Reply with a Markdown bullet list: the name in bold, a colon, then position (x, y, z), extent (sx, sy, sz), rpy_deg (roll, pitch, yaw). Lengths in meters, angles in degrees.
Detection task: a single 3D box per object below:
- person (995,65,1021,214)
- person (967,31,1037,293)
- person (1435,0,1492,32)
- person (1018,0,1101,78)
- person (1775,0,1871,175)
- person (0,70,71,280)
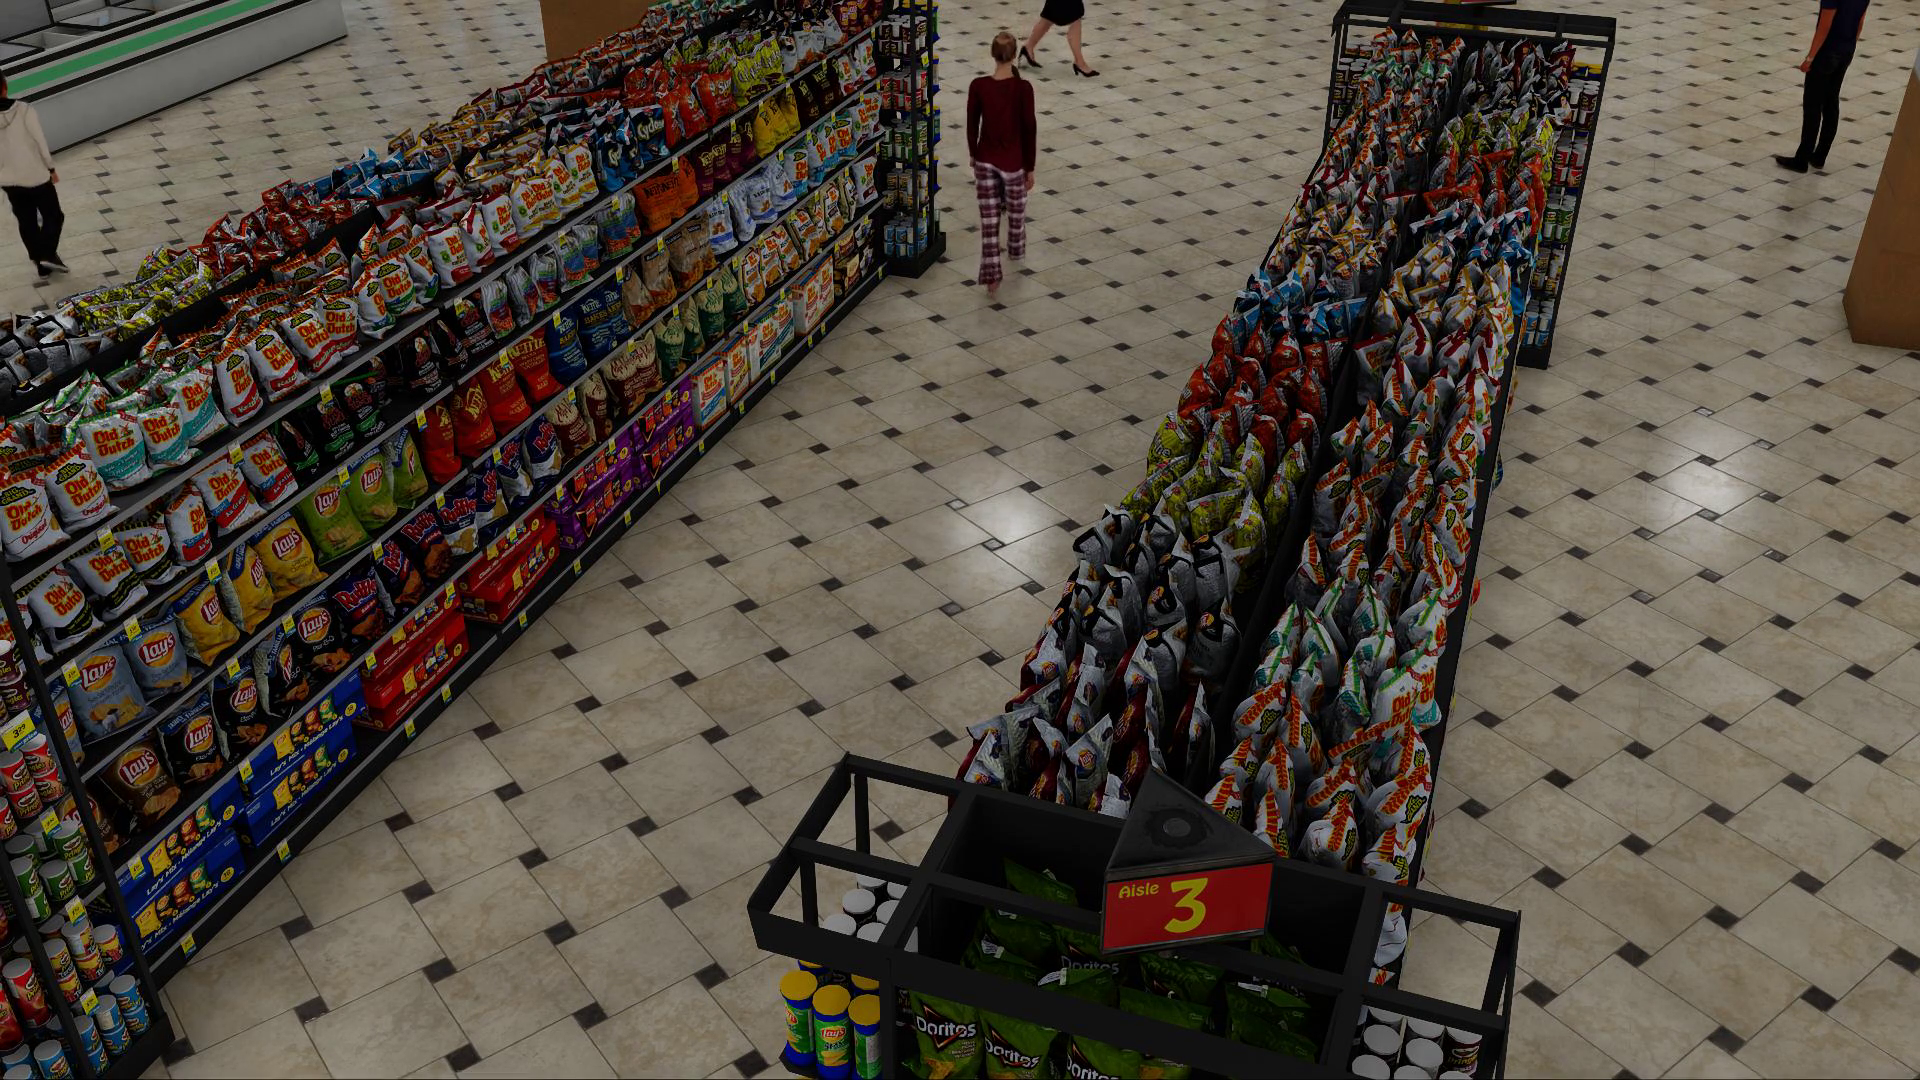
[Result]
- **person**: position (0.343, -2.969, 12.255), extent (0.572, 1.105, 0.537), rpy_deg (-20, 37, -29)
- **person**: position (0.249, -2.431, 10.867), extent (0.765, 1.658, 1.100), rpy_deg (5, 32, 9)
- **person**: position (4.850, -5.521, 15.831), extent (0.949, 1.660, 1.056), rpy_deg (-22, 38, -31)
- **person**: position (0.845, -5.032, 15.069), extent (0.733, 1.636, 0.959), rpy_deg (11, 34, 17)
- **person**: position (6.741, -3.751, 12.863), extent (0.703, 1.790, 0.764), rpy_deg (-14, 35, -22)
- **person**: position (-6.232, -2.405, 11.027), extent (0.717, 1.446, 0.757), rpy_deg (-3, 32, -6)
